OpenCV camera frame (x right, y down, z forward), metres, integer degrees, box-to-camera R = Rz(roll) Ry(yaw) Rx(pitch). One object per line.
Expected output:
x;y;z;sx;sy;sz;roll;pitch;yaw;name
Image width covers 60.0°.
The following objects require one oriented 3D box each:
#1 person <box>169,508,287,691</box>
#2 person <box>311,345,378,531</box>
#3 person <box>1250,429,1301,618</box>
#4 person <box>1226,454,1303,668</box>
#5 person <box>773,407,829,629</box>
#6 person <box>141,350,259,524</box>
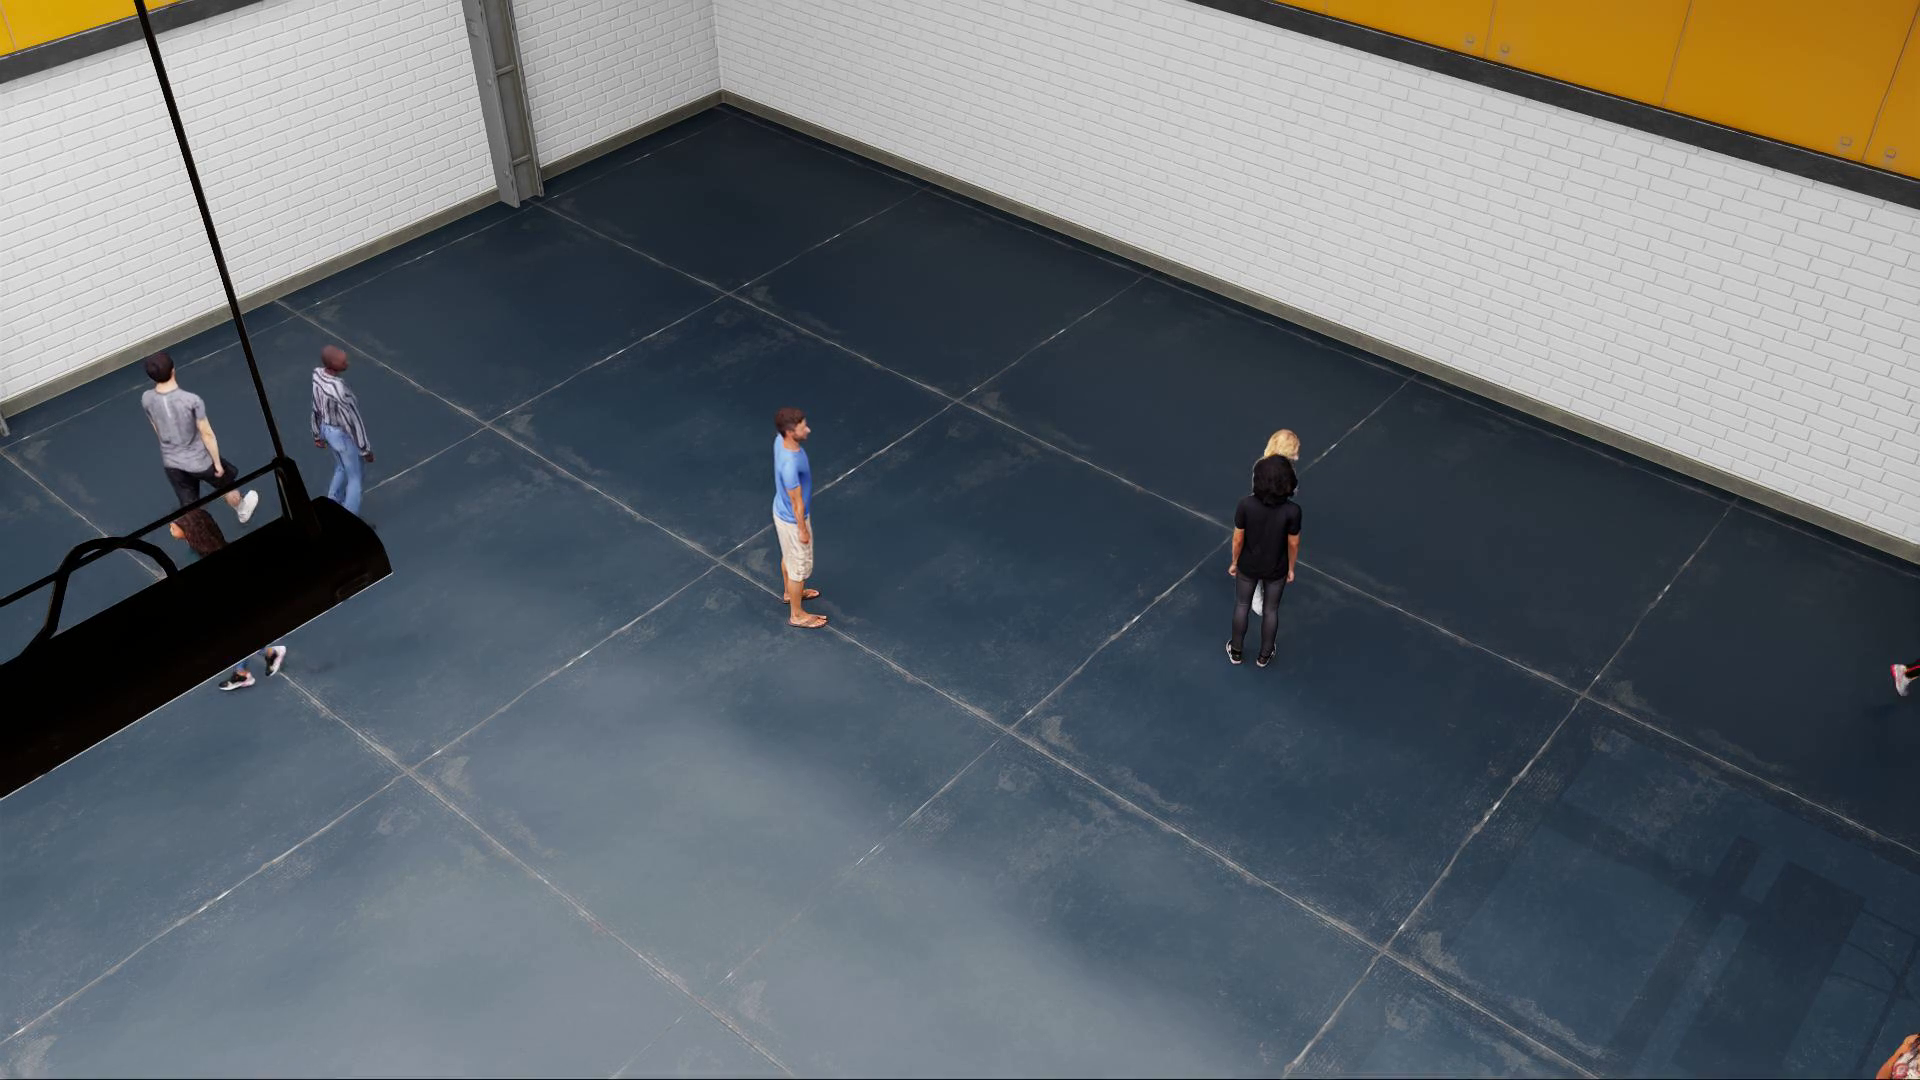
-5.180;0.421;11.788;0.848;1.604;0.744;-17;42;-20;person
-4.934;-0.759;13.143;0.738;1.757;0.677;20;43;24;person
2.260;-0.151;12.457;0.568;1.663;0.702;-29;47;-31;person
2.170;0.161;11.928;0.707;1.836;0.692;8;39;10;person
-1.236;-0.193;12.349;0.757;1.863;0.730;-8;39;-10;person
-5.978;-0.552;12.820;1.115;1.838;1.239;1;39;1;person
